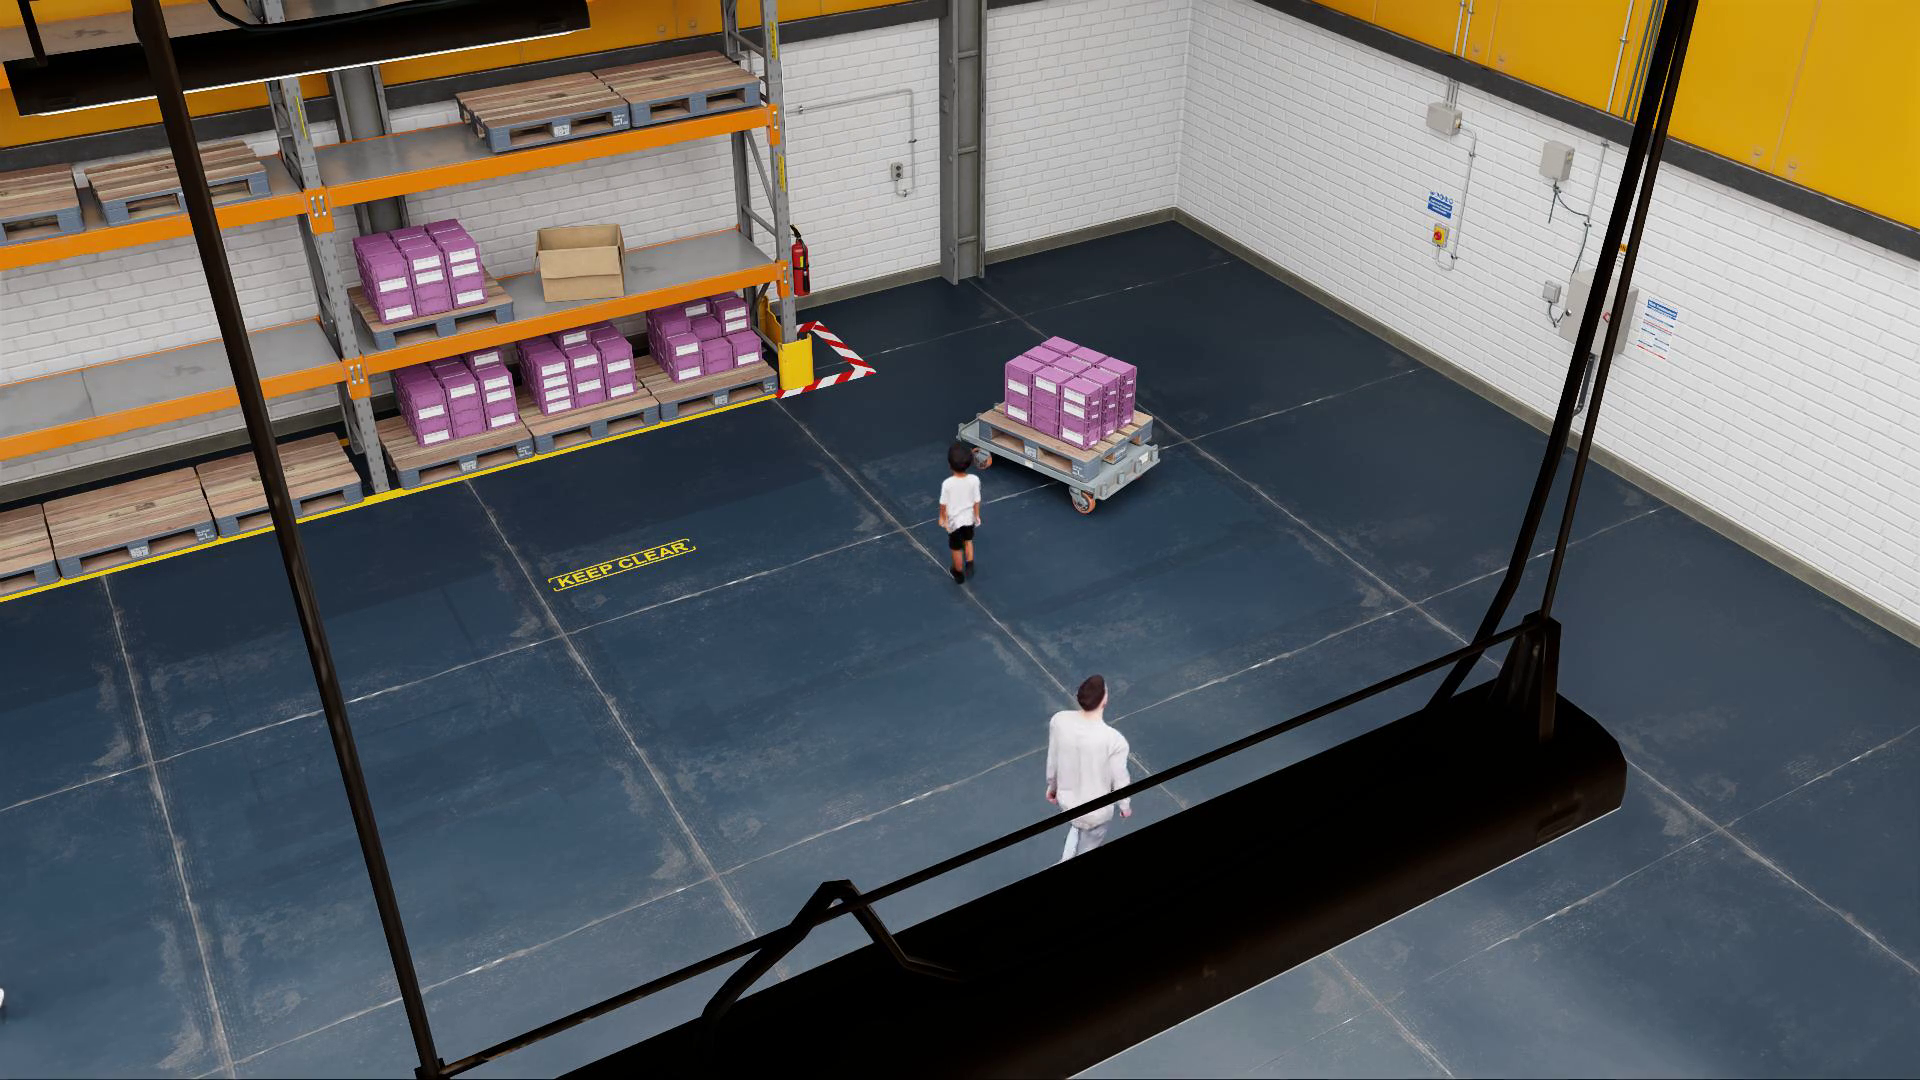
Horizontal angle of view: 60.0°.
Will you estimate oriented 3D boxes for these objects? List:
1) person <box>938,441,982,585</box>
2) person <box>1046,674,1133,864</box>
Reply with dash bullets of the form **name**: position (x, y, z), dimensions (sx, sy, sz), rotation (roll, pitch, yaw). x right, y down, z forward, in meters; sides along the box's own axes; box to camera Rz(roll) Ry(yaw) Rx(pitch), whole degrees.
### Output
- **person**: position (0.018, -0.170, 13.164), dimensions (0.445, 1.250, 0.562), rotation (-13, 36, -19)
- **person**: position (0.721, 1.594, 9.989), dimensions (0.762, 1.826, 0.737), rotation (25, 41, 32)
